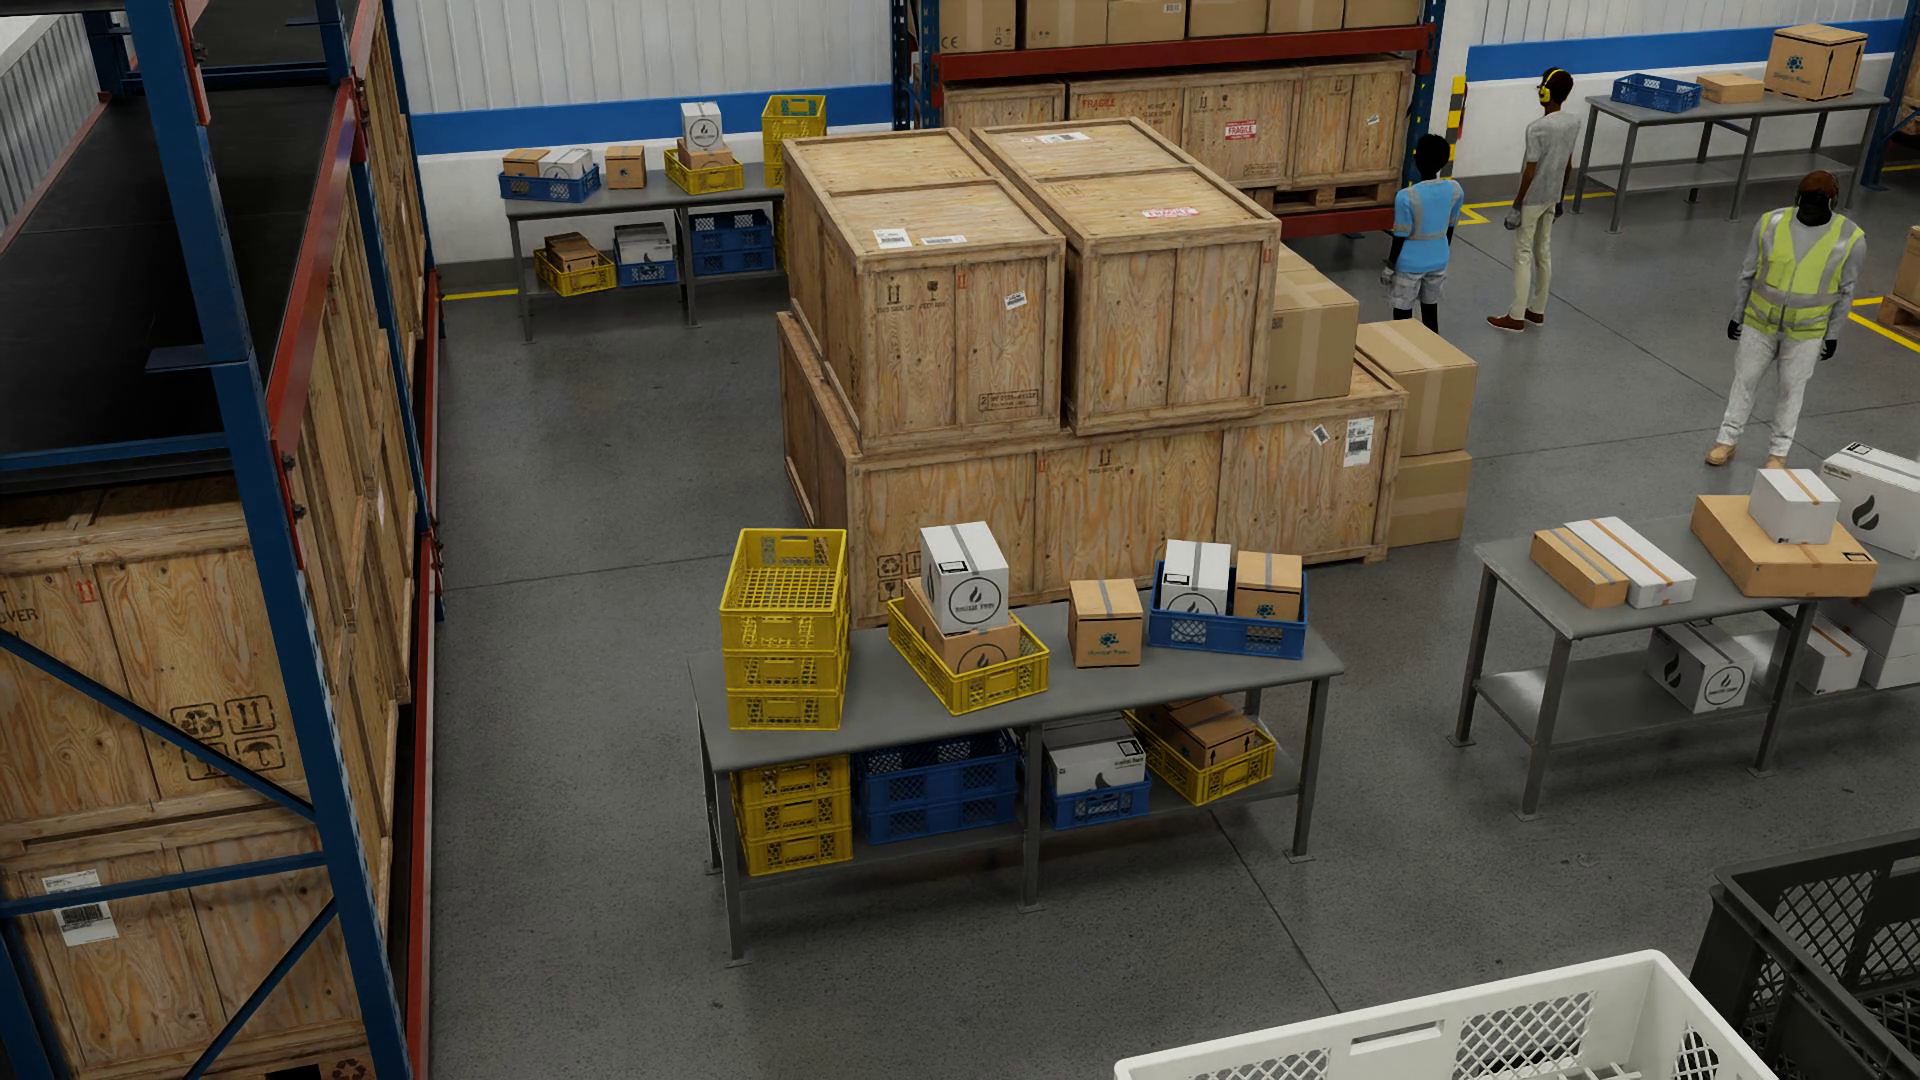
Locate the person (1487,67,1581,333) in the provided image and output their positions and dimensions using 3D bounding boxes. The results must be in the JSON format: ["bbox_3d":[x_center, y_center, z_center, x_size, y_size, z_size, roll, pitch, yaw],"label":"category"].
[{"bbox_3d":[4.086,-2.397,11.799,0.538,1.864,0.313,-17,33,-28],"label":"person"}]

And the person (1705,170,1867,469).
[{"bbox_3d":[4.840,-1.263,9.764,0.633,1.842,0.429,18,34,30],"label":"person"}]

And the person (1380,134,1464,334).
[{"bbox_3d":[3.002,-1.813,10.911,0.531,1.697,0.320,-13,32,-23],"label":"person"}]
